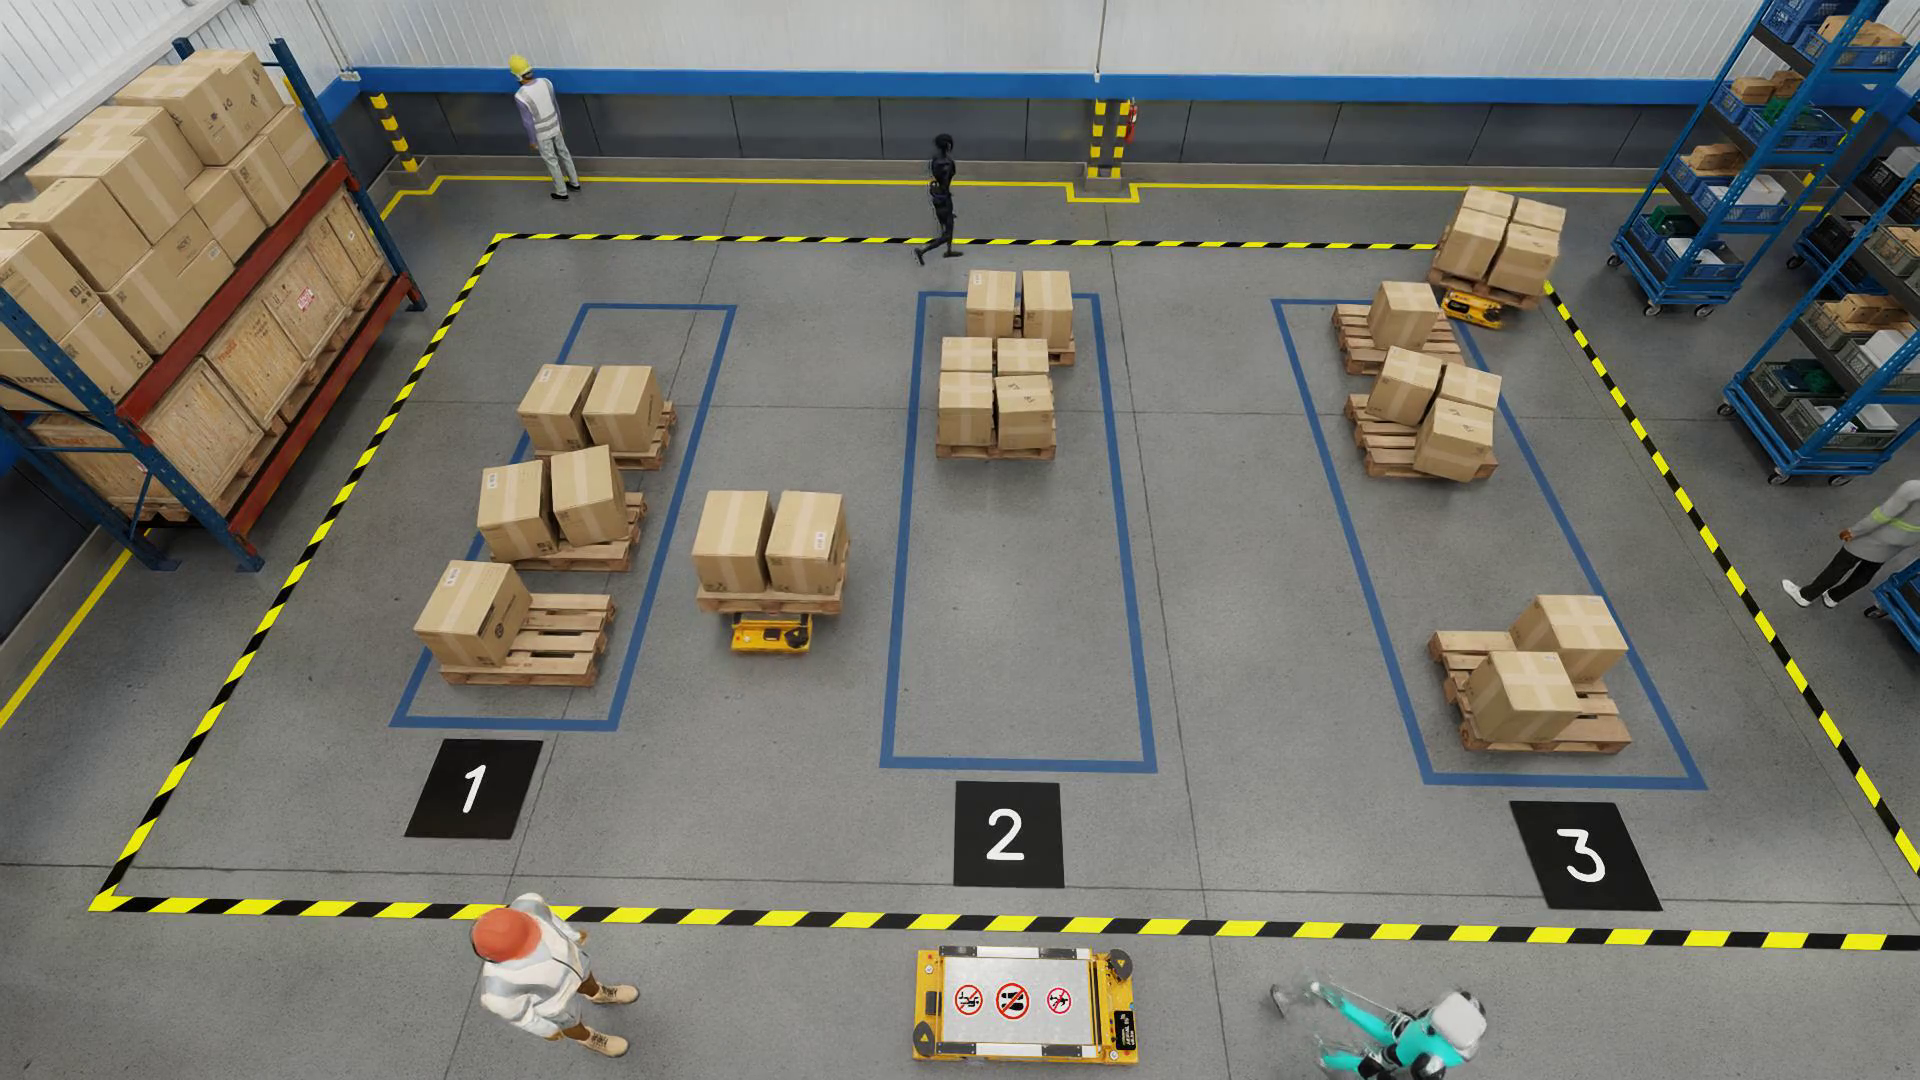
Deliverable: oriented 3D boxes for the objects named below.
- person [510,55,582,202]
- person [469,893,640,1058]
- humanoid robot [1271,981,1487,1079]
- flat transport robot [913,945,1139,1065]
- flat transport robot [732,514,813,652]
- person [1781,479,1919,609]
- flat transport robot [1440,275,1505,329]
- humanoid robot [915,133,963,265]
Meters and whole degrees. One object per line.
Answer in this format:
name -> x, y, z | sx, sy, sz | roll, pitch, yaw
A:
person -> -5.340, -5.271, 11.774 | 0.404, 1.831, 0.587 | 20, 54, 16
person -> -2.306, 2.527, 5.283 | 0.372, 2.040, 0.613 | 0, 51, 0
humanoid robot -> 2.276, 2.766, 5.322 | 0.538, 1.782, 1.040 | -36, 59, -25
flat transport robot -> 0.422, 3.041, 6.007 | 1.431, 0.231, 0.659 | 1, 51, 1
flat transport robot -> -1.599, 0.341, 8.190 | 0.652, 0.197, 1.431 | 1, 51, 1
person -> 7.623, -0.074, 7.524 | 0.596, 1.852, 0.364 | 4, 51, 3
flat transport robot -> 6.246, -3.091, 10.987 | 0.652, 0.197, 1.431 | 23, 55, 18
humanoid robot -> -0.263, -4.042, 10.885 | 0.624, 1.638, 0.597 | -8, 51, -7
